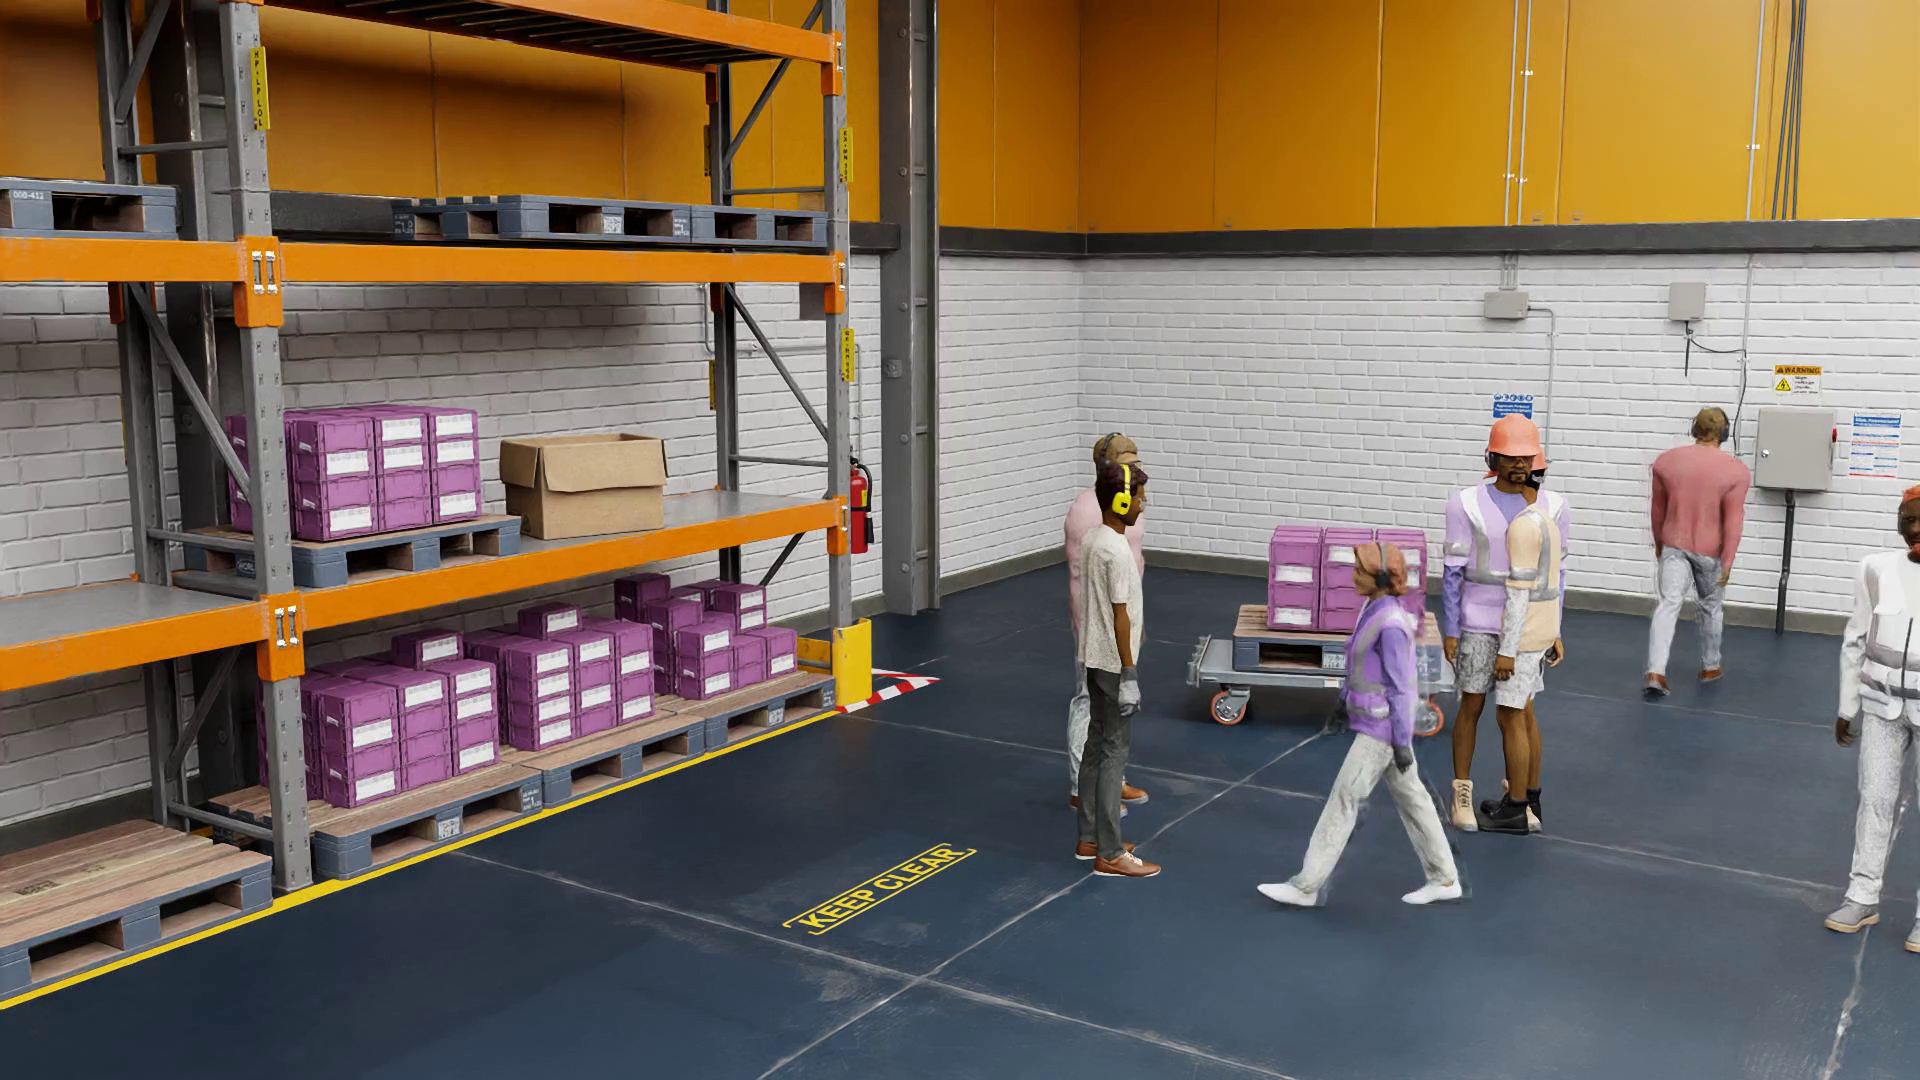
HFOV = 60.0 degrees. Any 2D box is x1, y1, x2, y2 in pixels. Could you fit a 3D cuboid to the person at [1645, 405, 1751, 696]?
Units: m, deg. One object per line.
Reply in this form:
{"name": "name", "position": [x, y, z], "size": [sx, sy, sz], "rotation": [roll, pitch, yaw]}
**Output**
{"name": "person", "position": [4.777, 0.066, 10.834], "size": [0.626, 1.890, 1.051], "rotation": [7, 11, 37]}

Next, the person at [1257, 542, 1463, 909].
{"name": "person", "position": [1.749, 0.792, 7.033], "size": [0.876, 1.591, 0.515], "rotation": [2, 9, 10]}

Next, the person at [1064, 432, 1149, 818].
{"name": "person", "position": [0.740, 0.421, 8.353], "size": [0.370, 1.933, 0.626], "rotation": [6, 10, 32]}

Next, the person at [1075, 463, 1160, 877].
{"name": "person", "position": [0.703, 0.581, 7.520], "size": [0.328, 1.865, 0.508], "rotation": [-2, 9, -14]}

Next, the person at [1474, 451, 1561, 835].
{"name": "person", "position": [2.705, 0.464, 8.100], "size": [0.391, 1.923, 0.552], "rotation": [5, 10, 28]}

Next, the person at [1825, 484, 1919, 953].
{"name": "person", "position": [3.833, 0.704, 6.665], "size": [0.355, 1.882, 0.615], "rotation": [-8, 12, -41]}

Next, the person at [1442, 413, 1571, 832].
{"name": "person", "position": [2.645, 0.405, 8.074], "size": [0.608, 2.044, 0.370], "rotation": [0, 9, -2]}
